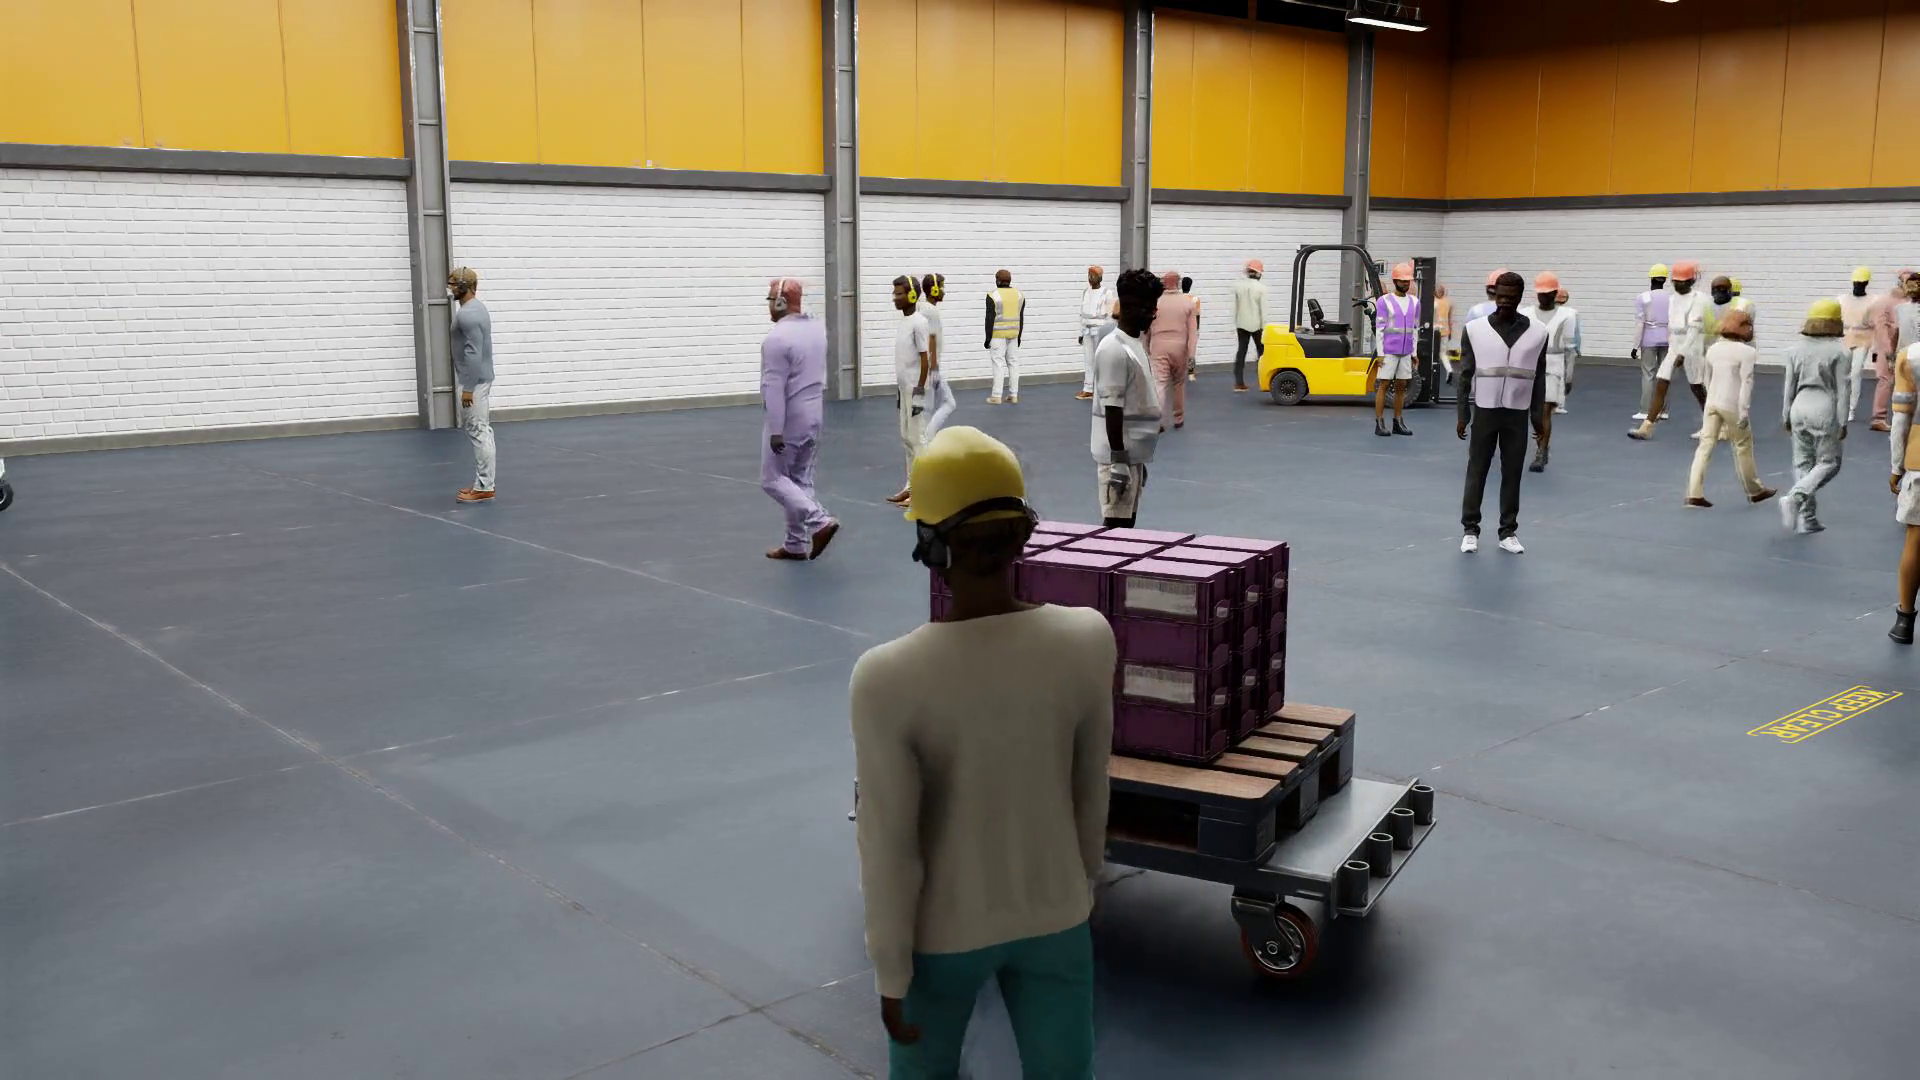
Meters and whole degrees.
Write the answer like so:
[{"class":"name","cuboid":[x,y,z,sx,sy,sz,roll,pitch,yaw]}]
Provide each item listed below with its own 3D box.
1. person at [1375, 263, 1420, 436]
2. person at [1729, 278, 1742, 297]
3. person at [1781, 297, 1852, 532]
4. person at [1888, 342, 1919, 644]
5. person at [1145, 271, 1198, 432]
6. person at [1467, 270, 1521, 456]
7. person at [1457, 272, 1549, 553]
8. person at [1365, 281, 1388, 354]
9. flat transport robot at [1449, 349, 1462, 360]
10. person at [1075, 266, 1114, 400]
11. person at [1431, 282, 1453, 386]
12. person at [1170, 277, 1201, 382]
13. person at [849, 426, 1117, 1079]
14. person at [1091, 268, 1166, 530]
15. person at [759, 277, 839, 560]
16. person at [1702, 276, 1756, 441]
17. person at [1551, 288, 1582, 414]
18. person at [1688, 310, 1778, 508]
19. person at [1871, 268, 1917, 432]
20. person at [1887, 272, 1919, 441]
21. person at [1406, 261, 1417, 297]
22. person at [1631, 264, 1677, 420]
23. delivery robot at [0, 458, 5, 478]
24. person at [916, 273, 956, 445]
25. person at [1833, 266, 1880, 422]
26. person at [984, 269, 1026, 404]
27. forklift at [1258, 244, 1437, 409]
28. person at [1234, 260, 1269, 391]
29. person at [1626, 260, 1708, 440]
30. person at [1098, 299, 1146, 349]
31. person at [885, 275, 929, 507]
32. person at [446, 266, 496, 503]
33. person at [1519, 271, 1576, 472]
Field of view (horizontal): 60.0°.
[{"class":"person","cuboid":[4.937,-2.134,18.739,0.545,1.938,0.373,-3,10,-18]},{"class":"person","cuboid":[8.949,-2.167,19.428,0.324,1.769,0.523,-8,12,-39]},{"class":"person","cuboid":[6.161,-0.888,12.031,0.569,1.725,0.499,-6,11,-30]},{"class":"person","cuboid":[5.102,-0.405,8.598,0.544,1.943,0.347,6,11,31]},{"class":"person","cuboid":[2.424,-2.188,19.296,0.661,1.862,0.985,2,10,14]},{"class":"person","cuboid":[5.450,-1.812,17.040,0.539,1.885,1.029,4,11,23]},{"class":"person","cuboid":[3.694,-0.866,11.371,0.597,1.915,0.370,1,10,4]},{"class":"person","cuboid":[6.511,-3.200,25.860,0.515,1.631,0.271,-6,11,-32]},{"class":"flat transport robot","cuboid":[10.199,-3.572,32.027,1.431,0.197,0.652,4,10,22]},{"class":"person","cuboid":[1.891,-2.901,23.386,0.355,1.882,0.576,-10,14,-44]},{"class":"person","cuboid":[7.430,-3.183,25.784,0.529,1.619,0.509,-3,10,-15]},{"class":"person","cuboid":[3.625,-3.396,26.860,0.537,1.690,0.320,4,10,20]},{"class":"person","cuboid":[0.074,0.673,2.882,0.520,1.740,0.793,-4,10,-20]},{"class":"person","cuboid":[0.894,-0.459,8.865,0.380,1.958,0.603,3,10,15]},{"class":"person","cuboid":[-1.053,-0.770,10.913,0.544,1.892,0.642,5,11,25]},{"class":"person","cuboid":[8.362,-1.986,18.281,0.634,1.805,0.649,-9,13,-43]},{"class":"person","cuboid":[7.670,-2.431,21.399,0.618,1.616,0.436,7,12,34]},{"class":"person","cuboid":[6.225,-1.049,13.373,0.839,1.582,0.524,-4,10,-22]},{"class":"person","cuboid":[10.845,-2.170,19.105,0.652,1.886,0.491,0,10,1]},{"class":"person","cuboid":[10.507,-2.012,18.281,0.672,1.849,0.531,-8,13,-39]},{"class":"person","cuboid":[6.531,-3.054,23.980,0.574,1.980,0.639,-1,10,-4]},{"class":"person","cuboid":[8.589,-2.440,20.554,0.586,1.928,0.380,-1,10,-5]},{"class":"delivery robot","cuboid":[-7.947,-0.525,13.085,0.477,0.478,0.707,9,13,43]},{"class":"person","cuboid":[-0.256,-1.679,16.320,0.397,1.851,0.561,-4,10,-20]},{"class":"person","cuboid":[11.046,-2.420,20.488,0.646,1.906,0.598,-8,13,-39]},{"class":"person","cuboid":[0.589,-2.793,22.878,0.627,1.844,0.429,-7,12,-34]},{"class":"forklift","cuboid":[5.256,-2.933,22.661,2.313,2.155,1.214,3,10,16]},{"class":"person","cuboid":[4.456,-3.222,25.050,0.641,1.957,0.887,8,13,41]},{"class":"person","cuboid":[7.905,-2.056,18.187,1.006,1.976,0.606,-3,10,-17]},{"class":"person","cuboid":[1.644,-1.682,17.018,0.512,1.612,0.550,2,10,14]},{"class":"person","cuboid":[-0.412,-1.197,13.455,0.313,1.866,0.538,-3,10,-17]},{"class":"person","cuboid":[-4.012,-1.273,13.690,0.353,1.937,0.635,-2,10,-10]},{"class":"person","cuboid":[5.587,-1.623,15.896,0.533,1.895,0.974,6,12,33]}]
